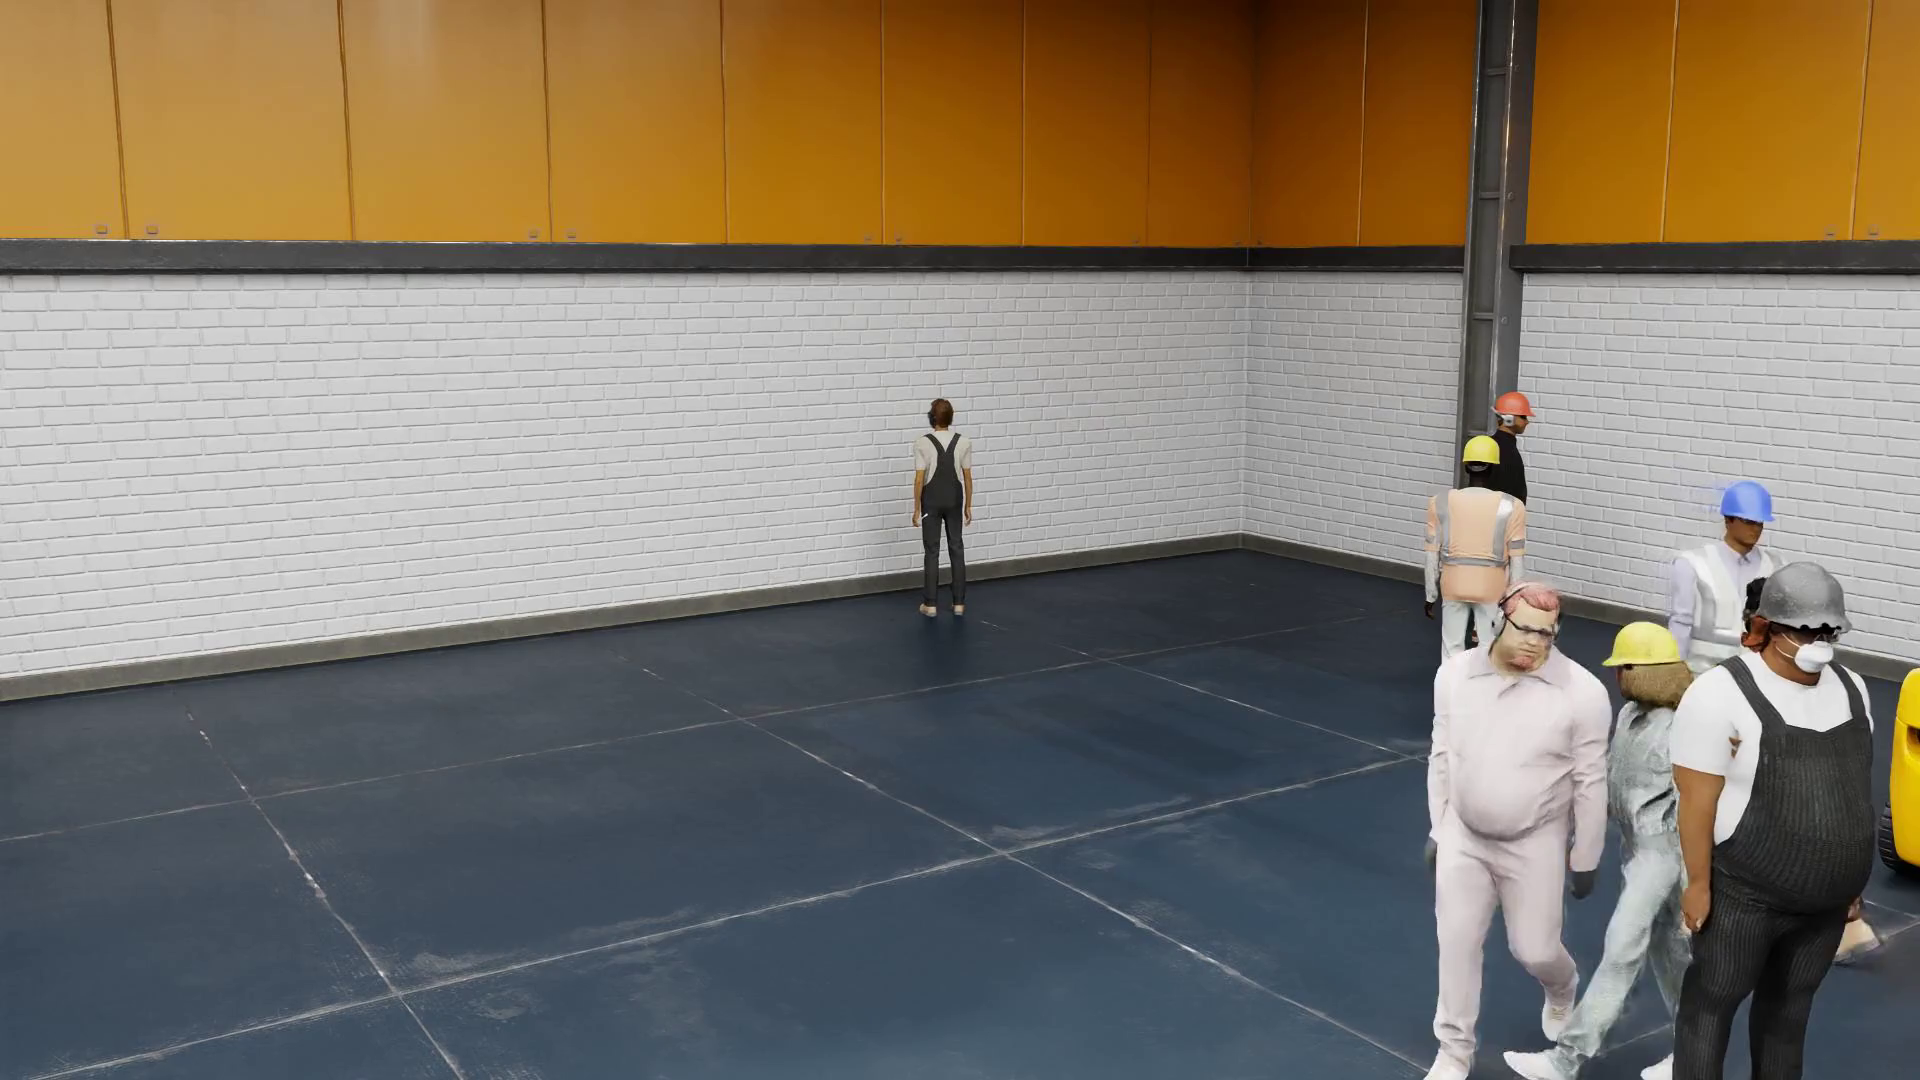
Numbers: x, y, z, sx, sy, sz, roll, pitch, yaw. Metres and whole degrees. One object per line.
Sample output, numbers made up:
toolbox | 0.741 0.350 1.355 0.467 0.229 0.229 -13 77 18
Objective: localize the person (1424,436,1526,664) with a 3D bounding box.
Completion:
person | 3.161 0.319 10.234 0.594 1.922 0.386 4 10 24

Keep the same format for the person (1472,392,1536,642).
person | 4.193 -0.147 12.837 0.388 1.990 0.624 0 9 2

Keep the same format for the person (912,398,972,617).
person | -0.150 -0.273 14.037 0.515 1.845 0.333 -2 10 -15

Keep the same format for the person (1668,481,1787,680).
person | 3.787 0.636 8.337 0.603 1.924 0.860 0 9 1

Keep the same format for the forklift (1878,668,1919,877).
forklift | 5.511 0.571 7.906 2.313 2.155 1.214 -6 11 -33

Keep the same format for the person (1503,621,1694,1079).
person | 2.365 1.139 5.951 0.859 1.699 0.495 0 9 1

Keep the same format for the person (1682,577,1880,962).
person | 3.495 0.977 7.084 0.869 1.663 0.532 9 13 42

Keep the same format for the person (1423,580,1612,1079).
person | 2.004 1.053 5.992 0.637 1.875 0.780 7 12 38
